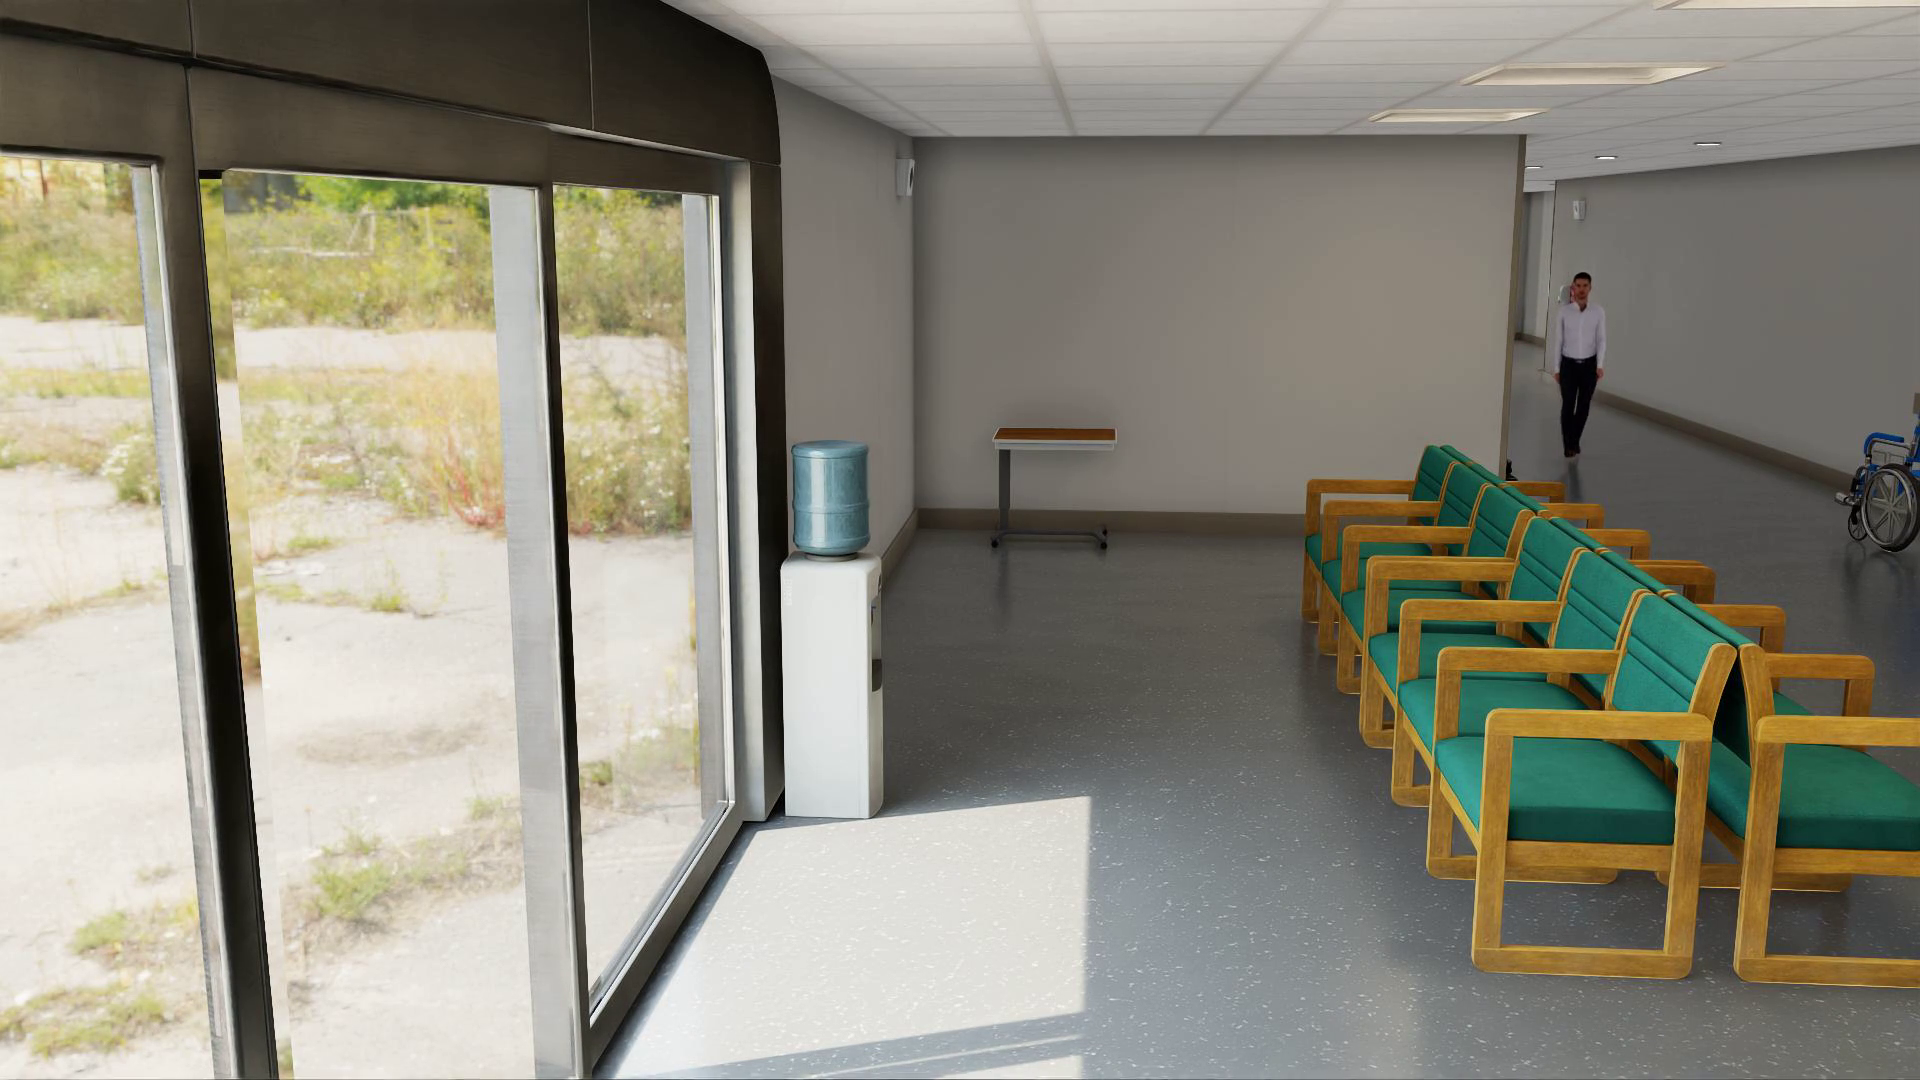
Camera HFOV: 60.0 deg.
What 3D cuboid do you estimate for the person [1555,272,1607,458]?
[{"bbox_3d":[6.216,-1.690,16.685,1.243,1.742,0.843,3,11,16],"label":"person"}]
